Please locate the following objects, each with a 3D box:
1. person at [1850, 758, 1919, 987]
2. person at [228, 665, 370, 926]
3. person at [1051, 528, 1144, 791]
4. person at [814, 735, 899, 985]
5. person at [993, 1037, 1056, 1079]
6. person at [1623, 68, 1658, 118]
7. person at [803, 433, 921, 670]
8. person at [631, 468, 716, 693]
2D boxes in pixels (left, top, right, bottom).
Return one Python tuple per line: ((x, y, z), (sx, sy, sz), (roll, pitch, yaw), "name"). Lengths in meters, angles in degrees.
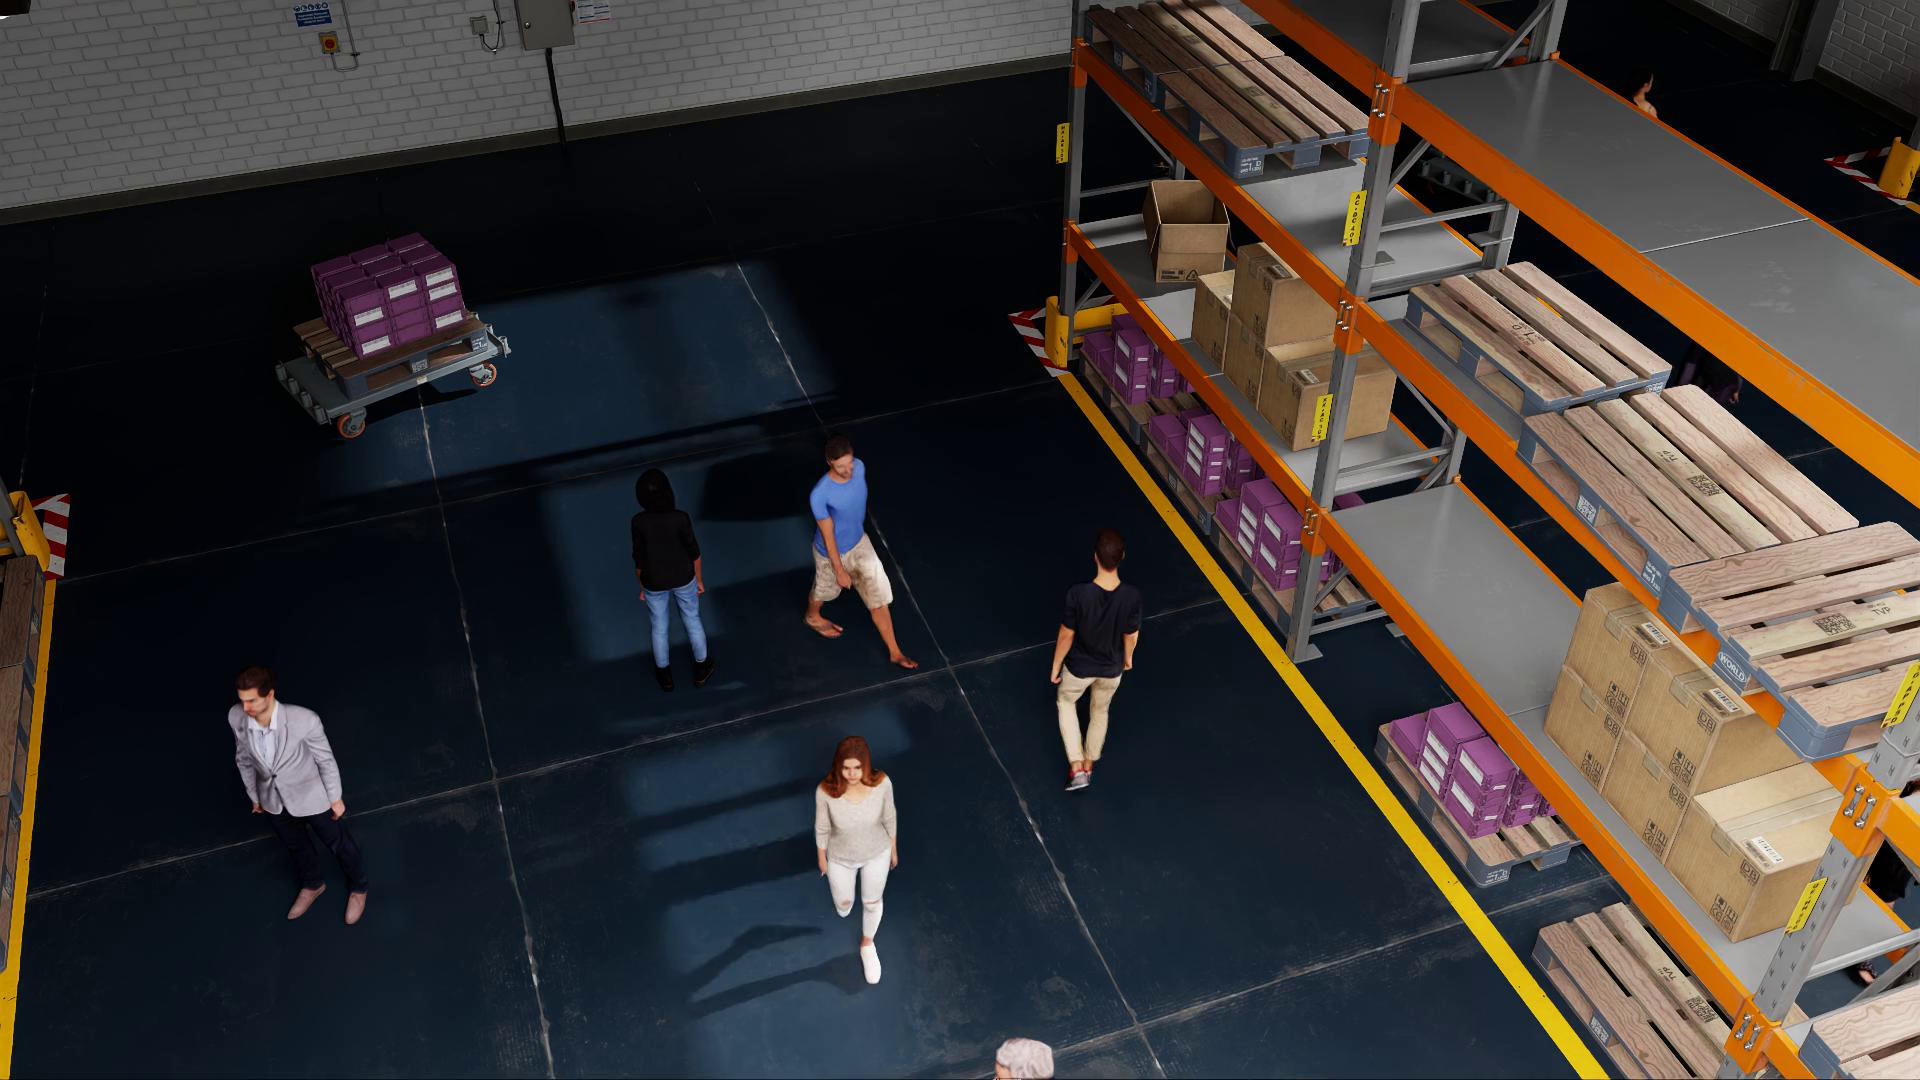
((4.932, 1.664, 8.883), (0.550, 1.537, 0.915), (-13, 40, -16), "person")
((-3.586, 1.362, 9.010), (0.758, 1.850, 0.733), (4, 39, 5), "person")
((0.804, 0.796, 9.735), (0.783, 1.830, 0.855), (-7, 39, -8), "person")
((-0.549, 1.597, 8.845), (0.674, 1.690, 0.903), (-6, 39, -8), "person")
((0.287, 2.750, 7.285), (0.695, 1.834, 0.493), (-10, 40, -13), "person")
((6.015, -3.451, 15.135), (0.605, 1.727, 0.700), (28, 46, 30), "person")
((-0.839, 0.027, 10.714), (1.319, 1.810, 1.070), (26, 45, 29), "person")
((-1.838, 0.260, 10.508), (0.610, 1.702, 0.588), (-6, 39, -7), "person")
